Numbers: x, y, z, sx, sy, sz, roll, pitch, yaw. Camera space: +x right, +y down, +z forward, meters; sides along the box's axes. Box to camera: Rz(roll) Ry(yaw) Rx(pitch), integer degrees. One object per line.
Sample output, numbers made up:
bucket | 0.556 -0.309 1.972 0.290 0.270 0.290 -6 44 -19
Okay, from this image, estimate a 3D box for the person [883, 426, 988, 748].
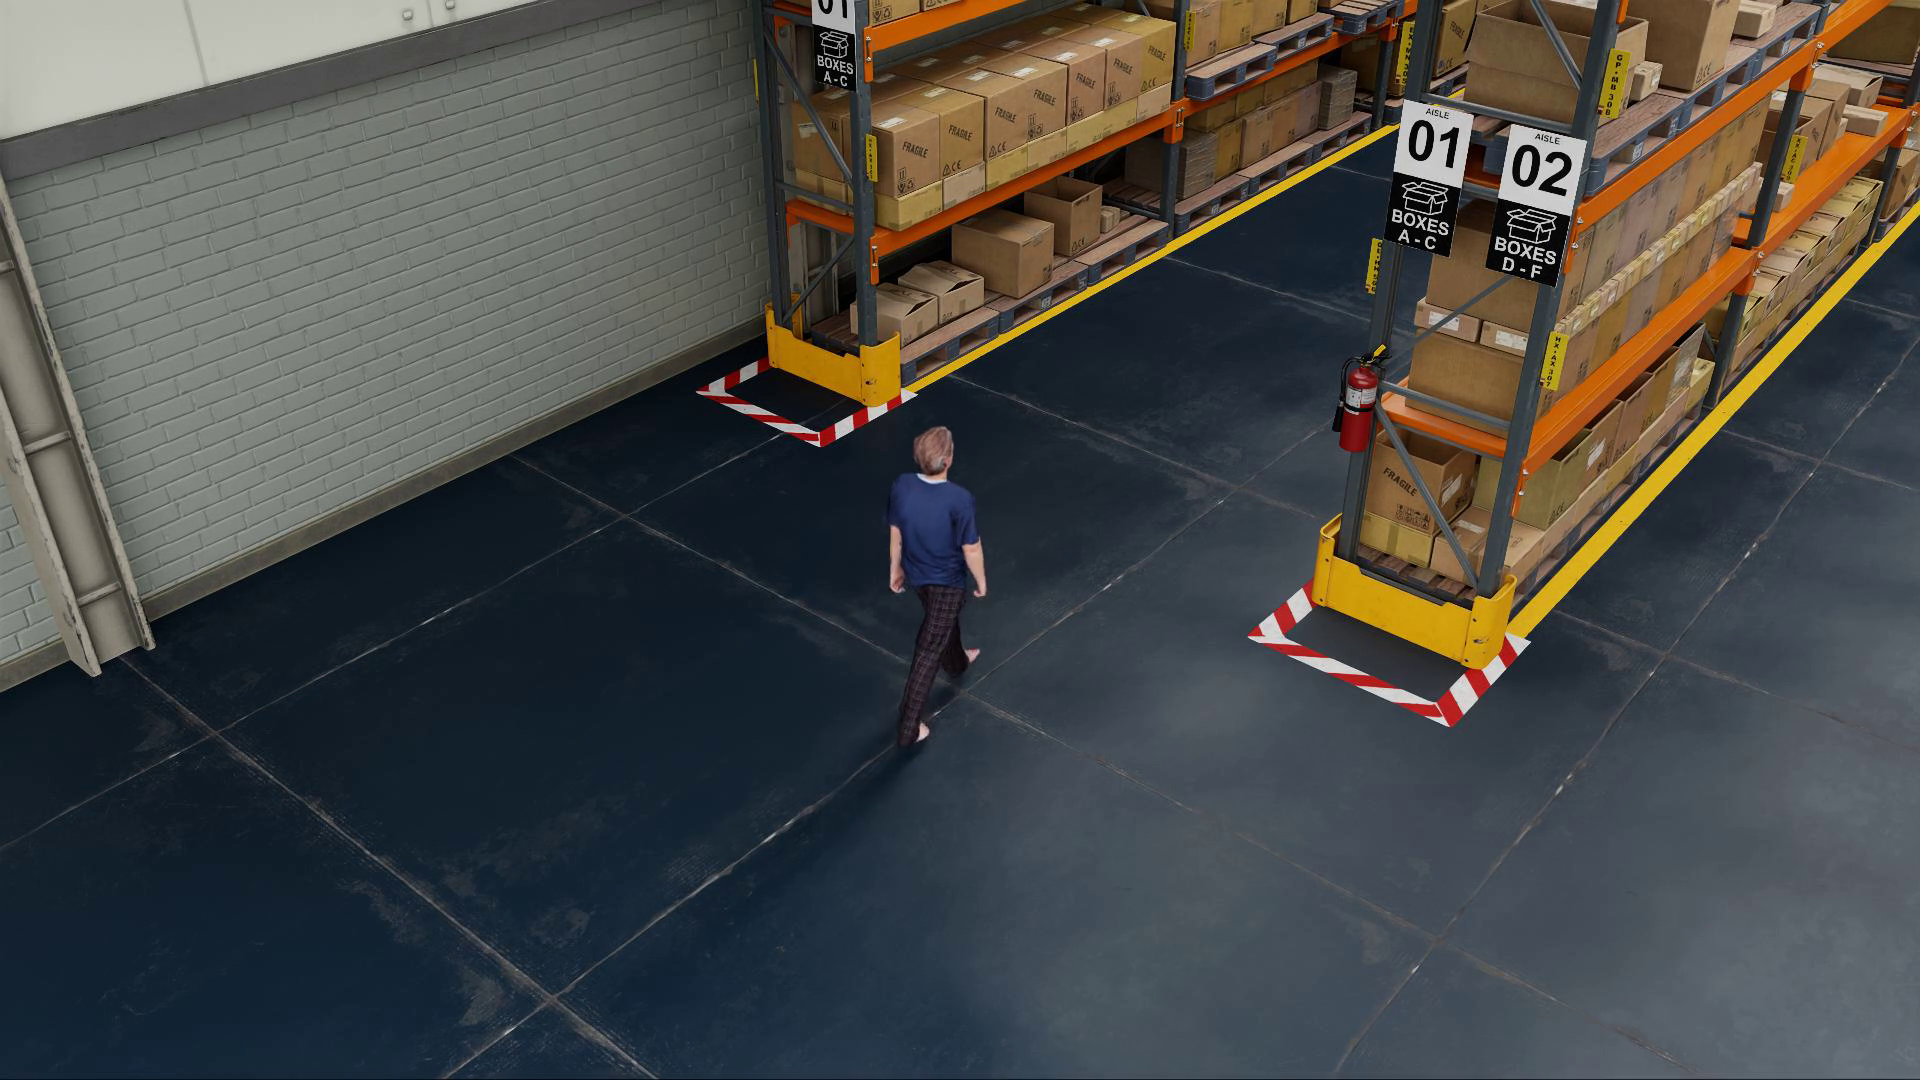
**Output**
person | -0.171 0.285 8.937 0.817 1.819 1.258 17 37 25
